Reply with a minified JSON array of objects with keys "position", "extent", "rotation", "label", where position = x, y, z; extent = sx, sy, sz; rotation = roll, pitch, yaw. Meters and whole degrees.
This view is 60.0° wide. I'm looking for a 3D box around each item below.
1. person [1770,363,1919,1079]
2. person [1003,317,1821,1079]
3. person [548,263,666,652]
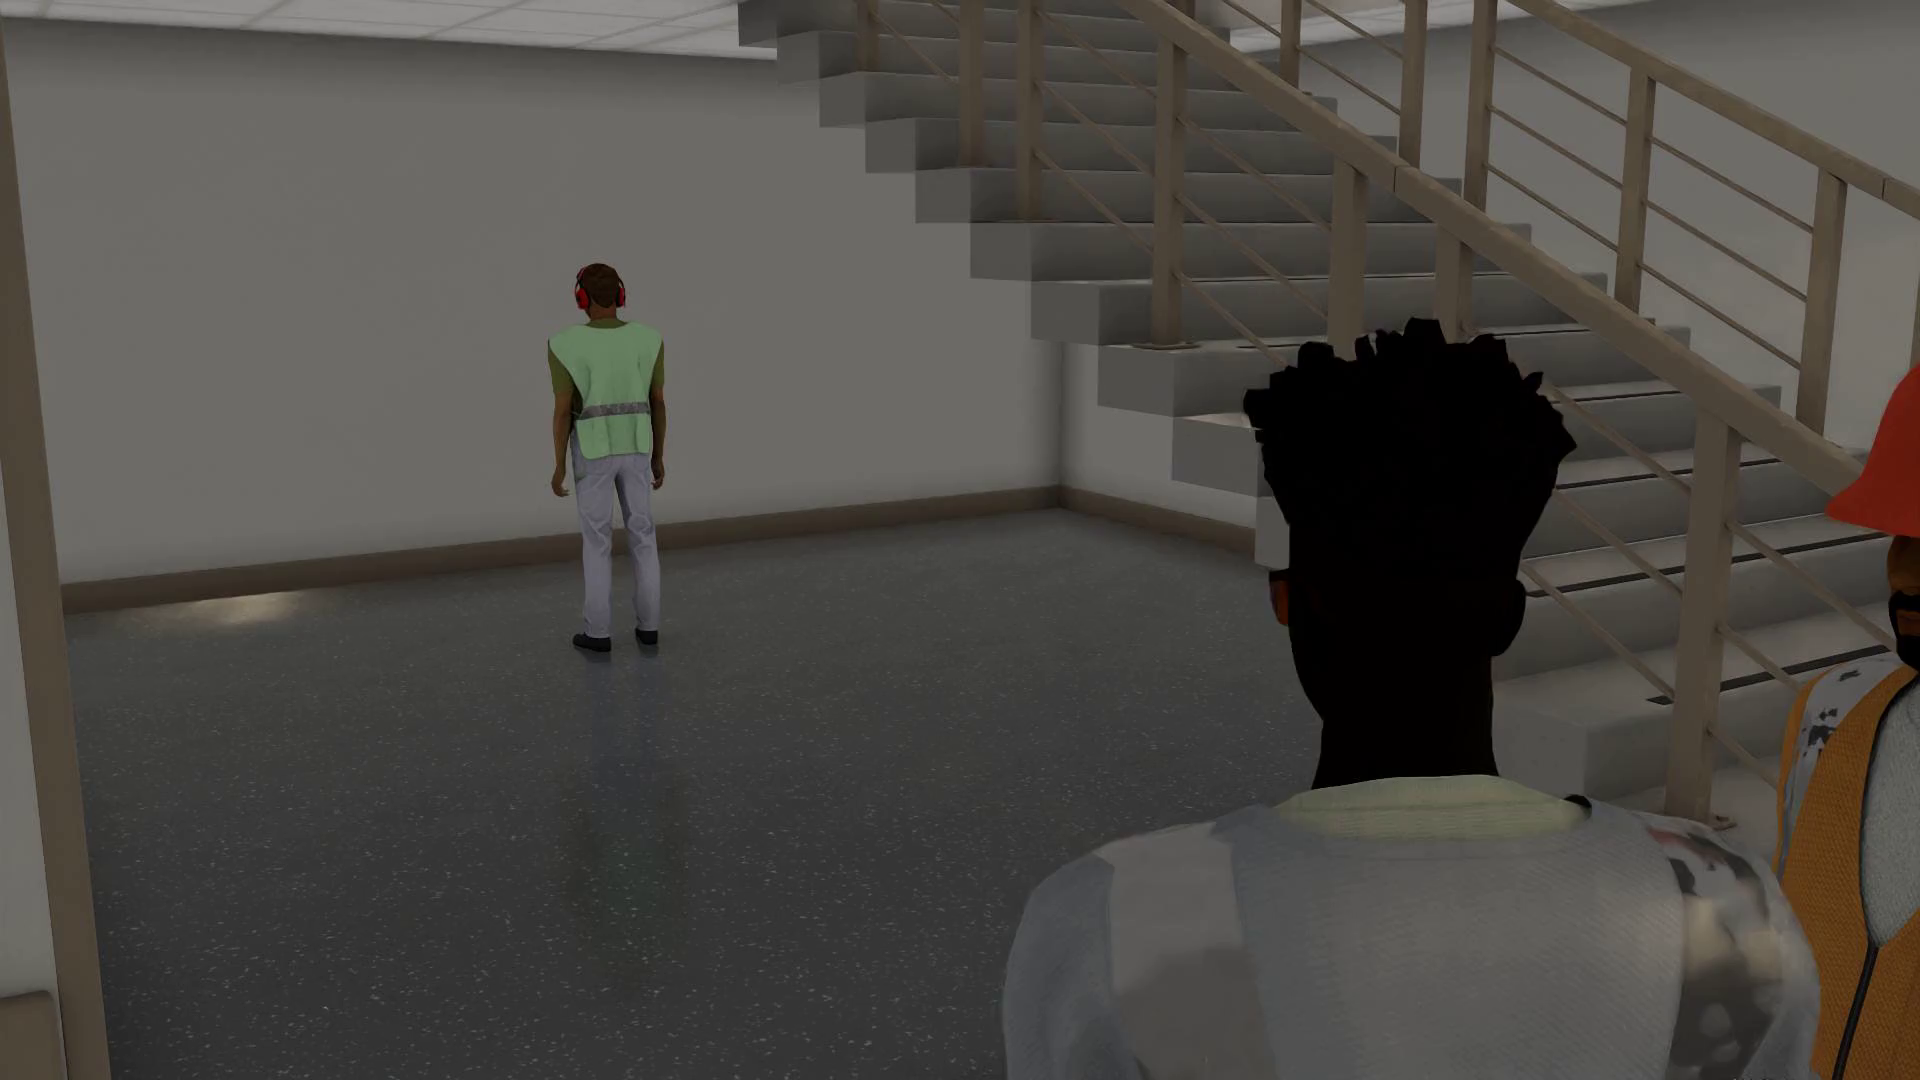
[{"position":[0.936,0.758,1.629],"extent":[0.353,1.941,0.543],"rotation":[-4,11,-18],"label":"person"},{"position":[0.323,0.810,1.328],"extent":[0.609,1.954,0.387],"rotation":[-1,11,-7],"label":"person"},{"position":[-1.655,-0.380,7.880],"extent":[0.563,1.838,0.390],"rotation":[-7,13,-32],"label":"person"}]
